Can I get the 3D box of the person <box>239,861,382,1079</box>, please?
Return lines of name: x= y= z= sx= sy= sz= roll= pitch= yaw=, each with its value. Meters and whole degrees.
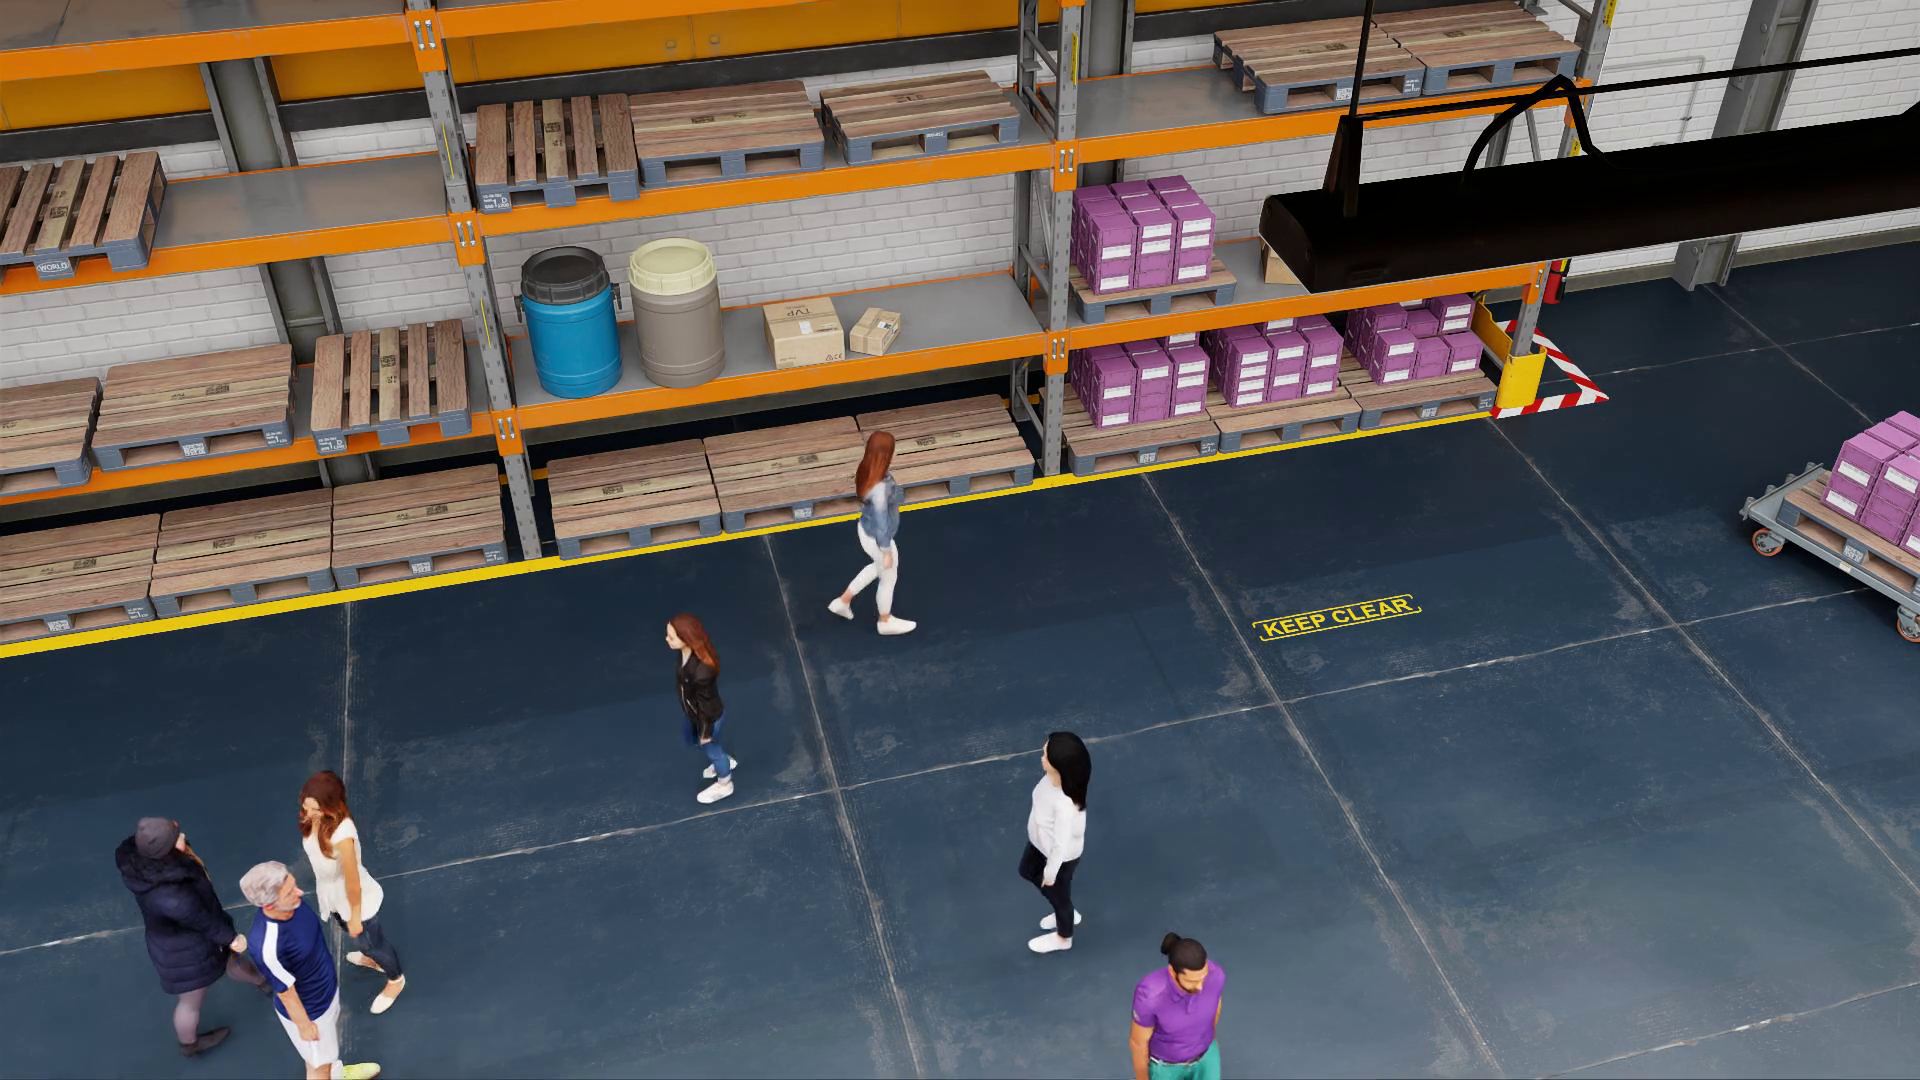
person: x=-3.206 y=2.214 z=8.165 sx=0.558 sy=1.833 sz=0.646 roll=-7 pitch=39 yaw=-8

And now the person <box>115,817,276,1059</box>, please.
person: x=-4.018 y=2.083 z=8.478 sx=1.064 sy=1.648 sz=0.879 roll=-25 pitch=45 yaw=-28

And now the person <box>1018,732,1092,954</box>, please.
person: x=0.611 y=1.646 z=8.987 sx=0.646 sy=1.695 sz=0.685 roll=-2 pitch=39 yaw=-3

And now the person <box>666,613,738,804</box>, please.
person: x=-1.471 y=0.983 z=9.995 sx=0.622 sy=1.472 sz=0.628 roll=-19 pitch=42 yaw=-22

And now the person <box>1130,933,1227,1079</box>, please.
person: x=0.997 y=2.396 z=8.009 sx=0.790 sy=1.744 sz=0.752 roll=-12 pitch=40 yaw=-14

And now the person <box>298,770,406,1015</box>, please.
person: x=-3.191 y=1.819 z=8.708 sx=0.732 sy=1.772 sz=0.798 roll=-21 pitch=43 yaw=-24

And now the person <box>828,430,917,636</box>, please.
person: x=-0.626 y=-0.016 z=11.076 sx=0.827 sy=1.685 sz=0.649 roll=-7 pitch=39 yaw=-9
